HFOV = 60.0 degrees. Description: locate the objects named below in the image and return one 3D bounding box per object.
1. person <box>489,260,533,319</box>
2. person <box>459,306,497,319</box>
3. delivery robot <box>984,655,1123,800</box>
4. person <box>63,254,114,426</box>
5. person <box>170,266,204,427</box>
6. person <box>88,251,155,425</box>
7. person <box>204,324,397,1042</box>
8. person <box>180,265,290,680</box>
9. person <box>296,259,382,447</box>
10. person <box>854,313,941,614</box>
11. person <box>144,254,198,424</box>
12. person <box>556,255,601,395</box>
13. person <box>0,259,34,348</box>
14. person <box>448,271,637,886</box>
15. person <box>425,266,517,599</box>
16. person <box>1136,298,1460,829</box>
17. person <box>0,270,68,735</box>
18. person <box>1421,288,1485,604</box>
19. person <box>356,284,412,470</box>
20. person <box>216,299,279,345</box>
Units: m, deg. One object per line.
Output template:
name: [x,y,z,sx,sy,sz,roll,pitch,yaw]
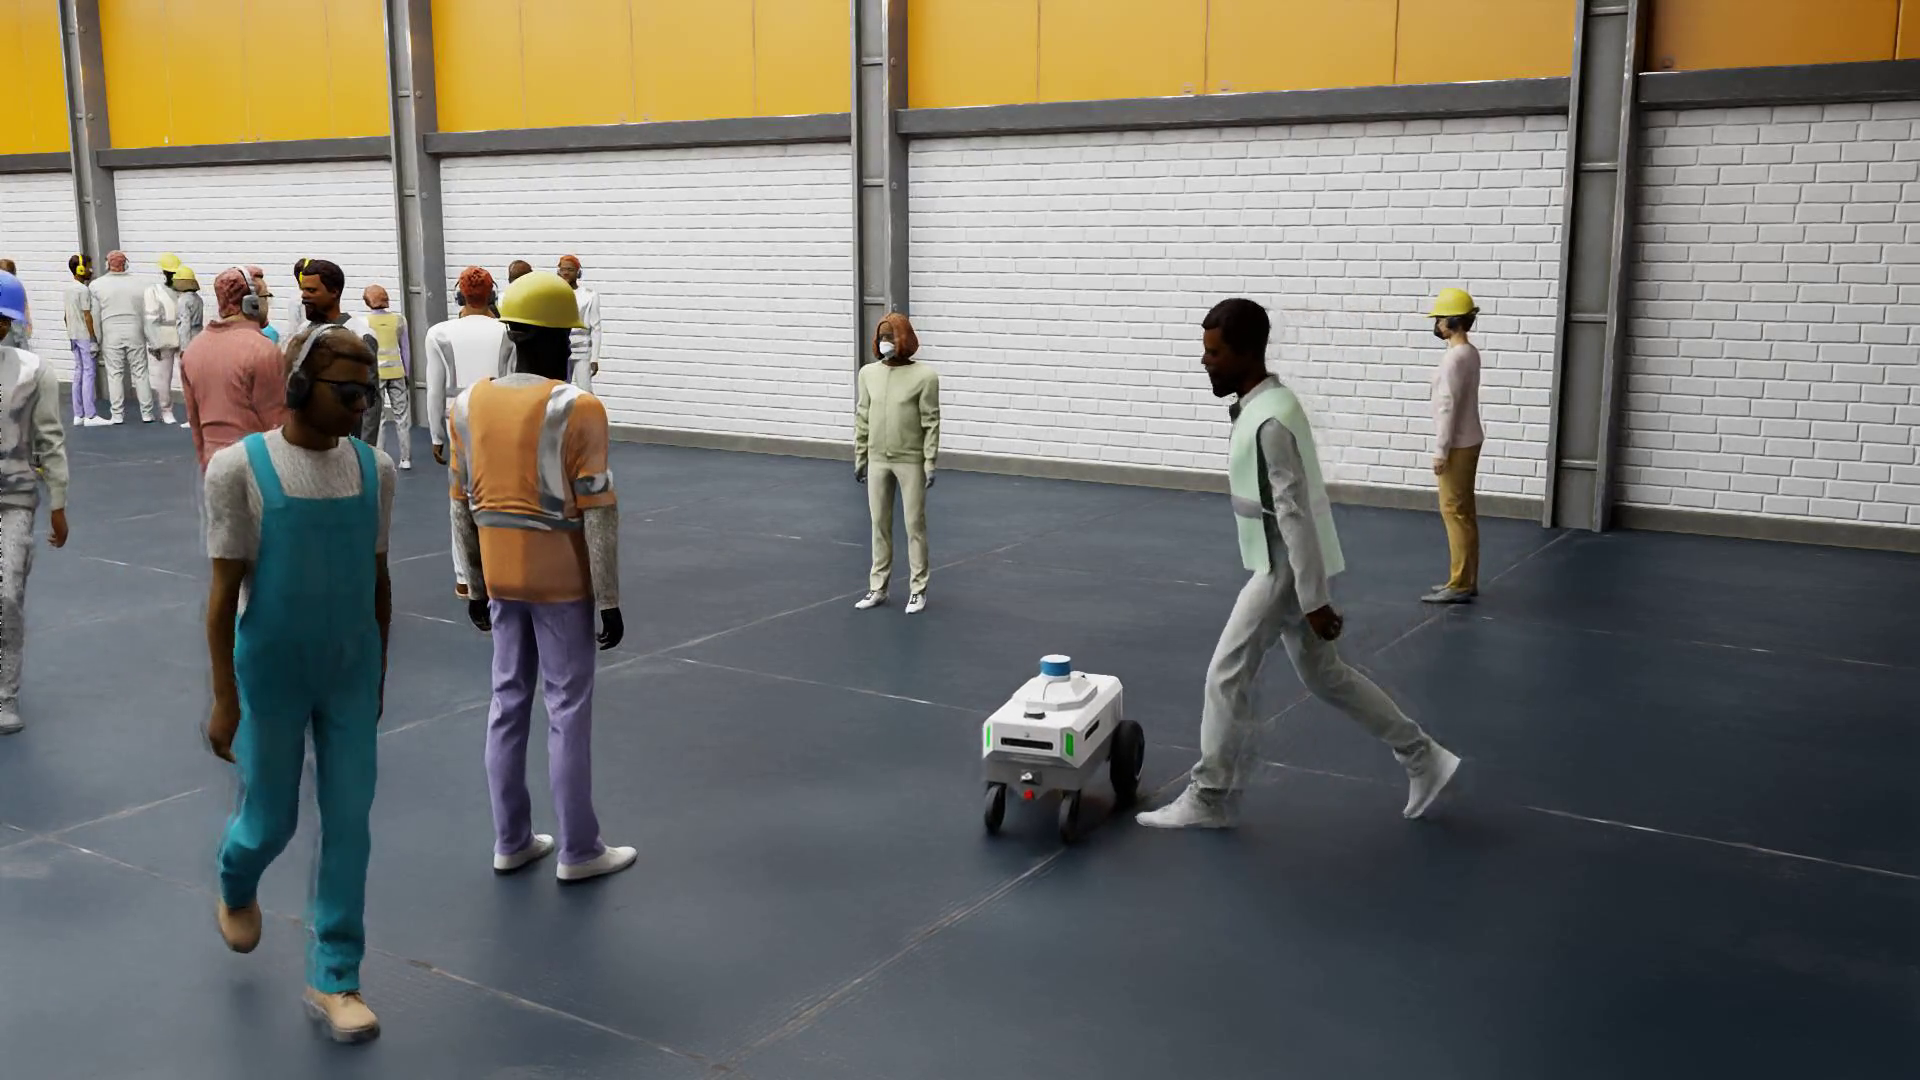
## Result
person: [-3.950,-1.612,15.109,0.631,1.846,0.429,-5,11,-26]
person: [-3.085,-0.723,10.765,0.499,1.633,0.279,7,12,34]
delivery robot: [0.338,0.651,5.883,0.477,0.478,0.707,4,11,19]
person: [-9.572,-2.177,18.182,0.533,1.864,0.310,8,13,37]
person: [-8.360,-2.095,18.062,0.311,1.743,0.493,-1,10,-3]
person: [-9.227,-2.226,18.341,0.651,1.906,0.403,-6,12,-32]
person: [-1.727,0.346,4.335,0.554,1.819,0.684,-9,14,-42]
person: [-3.199,-0.285,7.579,0.636,1.910,0.406,6,12,30]
person: [-3.318,-0.528,8.894,0.587,1.920,0.391,6,12,31]
person: [-0.348,-0.415,9.061,0.507,1.631,0.266,4,11,23]
person: [-8.563,-2.172,18.148,0.605,1.869,1.020,-10,14,-44]
person: [-3.622,-1.705,15.511,0.575,1.885,0.355,2,10,13]
person: [-11.182,-2.418,19.706,0.372,1.796,0.743,-4,11,-20]
person: [-1.312,0.124,5.261,0.594,1.924,0.382,5,11,24]
person: [-2.698,-0.596,9.398,0.583,1.878,0.356,-2,10,-10]
person: [1.179,0.103,5.625,1.035,1.854,0.621,1,10,8]
person: [-4.026,-0.153,6.841,0.654,1.902,0.442,-5,12,-28]
person: [2.757,-0.525,9.328,0.347,1.760,0.528,5,12,28]
person: [-5.034,-1.403,14.518,0.514,1.640,0.310,-9,14,-41]
person: [-5.289,-1.061,12.299,0.562,1.753,0.334,3,11,18]
